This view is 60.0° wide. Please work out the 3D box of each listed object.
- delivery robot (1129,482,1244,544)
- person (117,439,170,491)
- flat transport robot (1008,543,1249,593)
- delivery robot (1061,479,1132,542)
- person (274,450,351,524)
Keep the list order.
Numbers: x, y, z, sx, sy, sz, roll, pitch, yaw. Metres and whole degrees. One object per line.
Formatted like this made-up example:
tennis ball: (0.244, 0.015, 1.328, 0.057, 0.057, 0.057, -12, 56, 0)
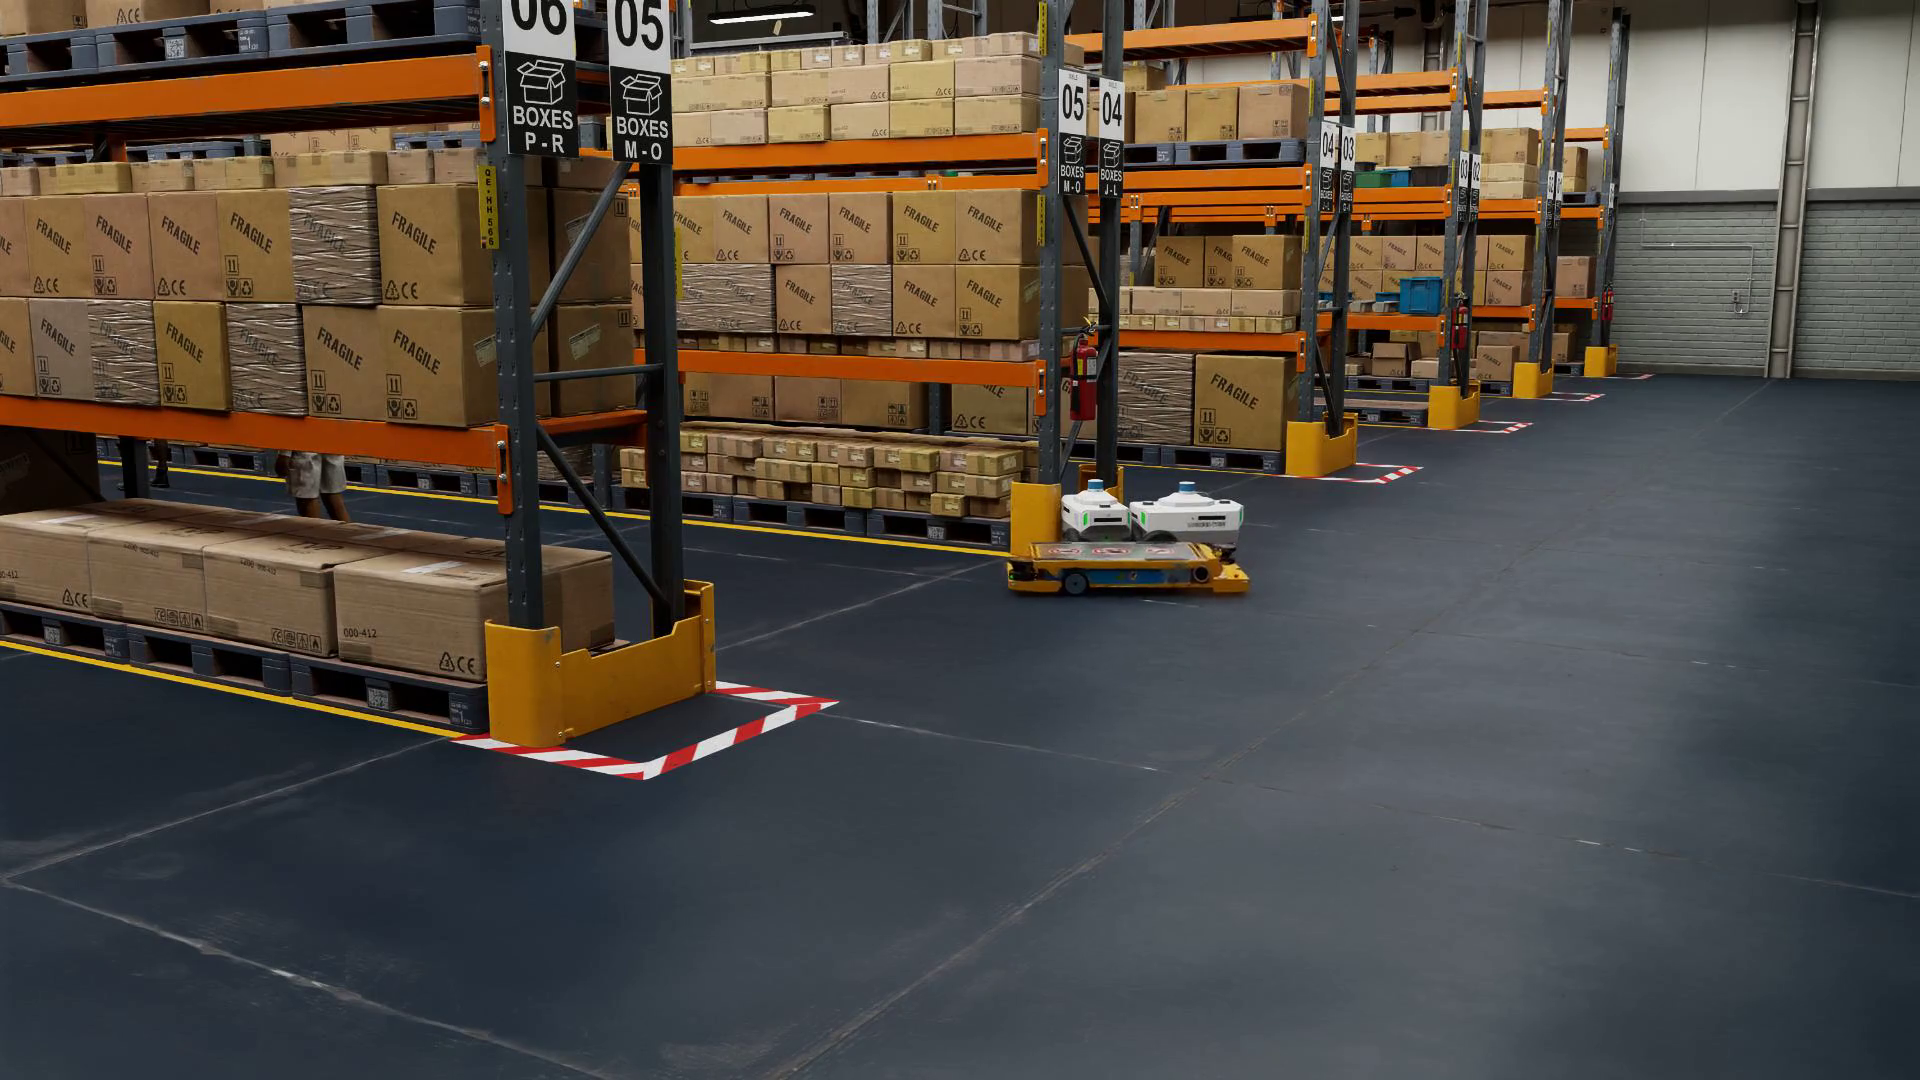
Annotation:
delivery robot: (1.479, -0.138, 10.862, 0.707, 0.478, 0.477, -1, 10, -8)
person: (-7.150, -1.389, 14.418, 0.361, 1.938, 0.545, 6, 12, 33)
flat transport robot: (1.013, 0.160, 10.218, 1.431, 0.197, 0.652, 0, 10, 1)
delivery robot: (0.891, -0.157, 10.972, 0.477, 0.478, 0.707, -1, 10, -9)
person: (-3.813, -0.586, 9.719, 0.376, 1.936, 0.549, 3, 10, 19)
